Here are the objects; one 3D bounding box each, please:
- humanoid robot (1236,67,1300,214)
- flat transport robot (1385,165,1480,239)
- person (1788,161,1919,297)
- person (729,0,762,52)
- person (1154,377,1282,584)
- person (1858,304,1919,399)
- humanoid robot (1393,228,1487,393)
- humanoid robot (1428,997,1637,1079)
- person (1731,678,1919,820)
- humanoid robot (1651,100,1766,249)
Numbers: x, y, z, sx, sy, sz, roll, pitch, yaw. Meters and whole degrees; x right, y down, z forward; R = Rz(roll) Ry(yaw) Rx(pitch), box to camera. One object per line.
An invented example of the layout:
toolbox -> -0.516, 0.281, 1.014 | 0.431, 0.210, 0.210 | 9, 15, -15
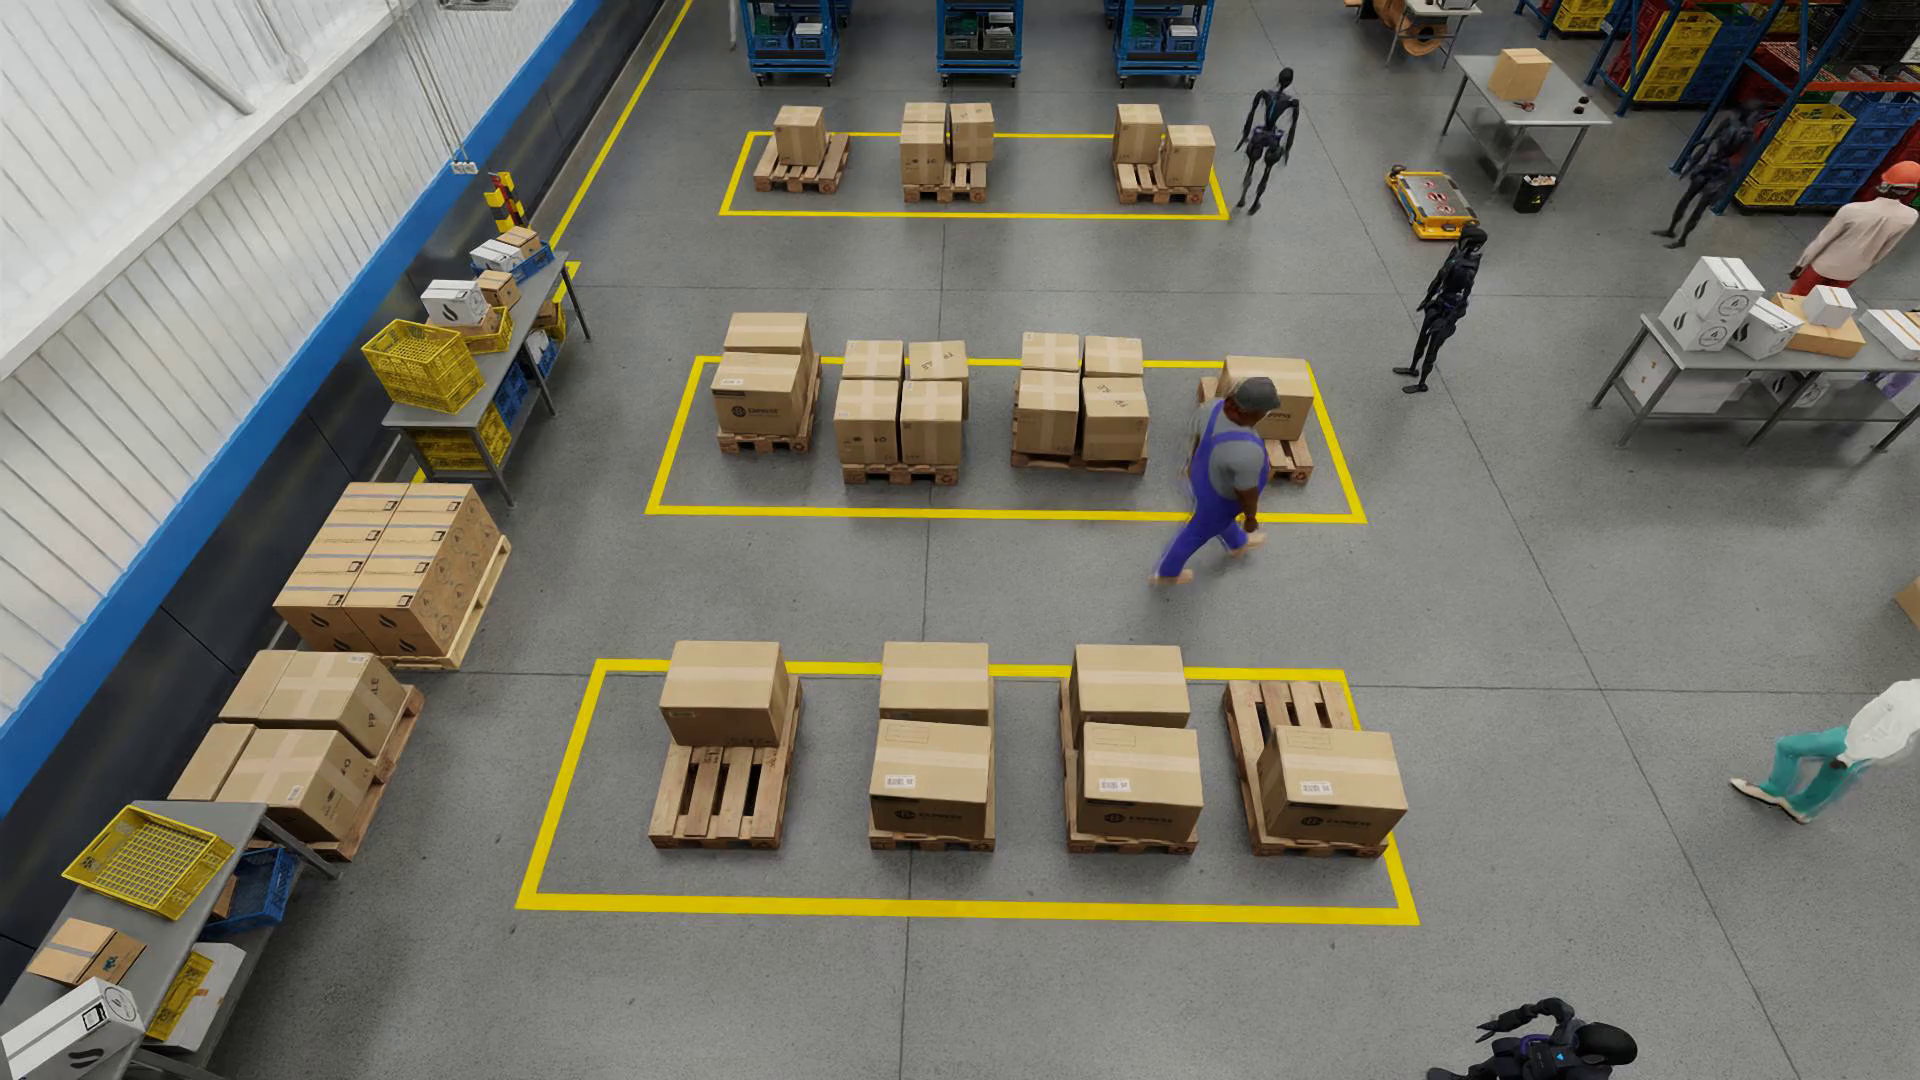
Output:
humanoid robot -> 3.526, -4.588, 10.570 | 0.626, 1.642, 0.337 | 23, 53, 19
flat transport robot -> 5.692, -4.094, 11.059 | 0.652, 0.197, 1.431 | 1, 49, 1
person -> 8.225, -2.580, 8.631 | 0.610, 1.991, 0.399 | 14, 50, 11
person -> -3.264, -8.332, 13.687 | 0.593, 1.876, 0.391 | -1, 49, -1
person -> 2.028, -0.409, 6.717 | 1.012, 2.000, 0.703 | -6, 49, -5
person -> 8.683, -1.959, 8.135 | 0.379, 1.923, 0.587 | 11, 50, 9
humanoid robot -> 4.412, -2.089, 8.403 | 0.320, 1.654, 0.611 | 1, 49, 1
humanoid robot -> 2.698, 2.583, 4.357 | 0.320, 1.657, 0.611 | 1, 49, 1
person -> 5.437, 1.143, 5.558 | 0.554, 1.749, 0.526 | -21, 52, -17
humanoid robot -> 8.247, -4.014, 10.087 | 0.360, 1.647, 0.640 | -8, 50, -7
